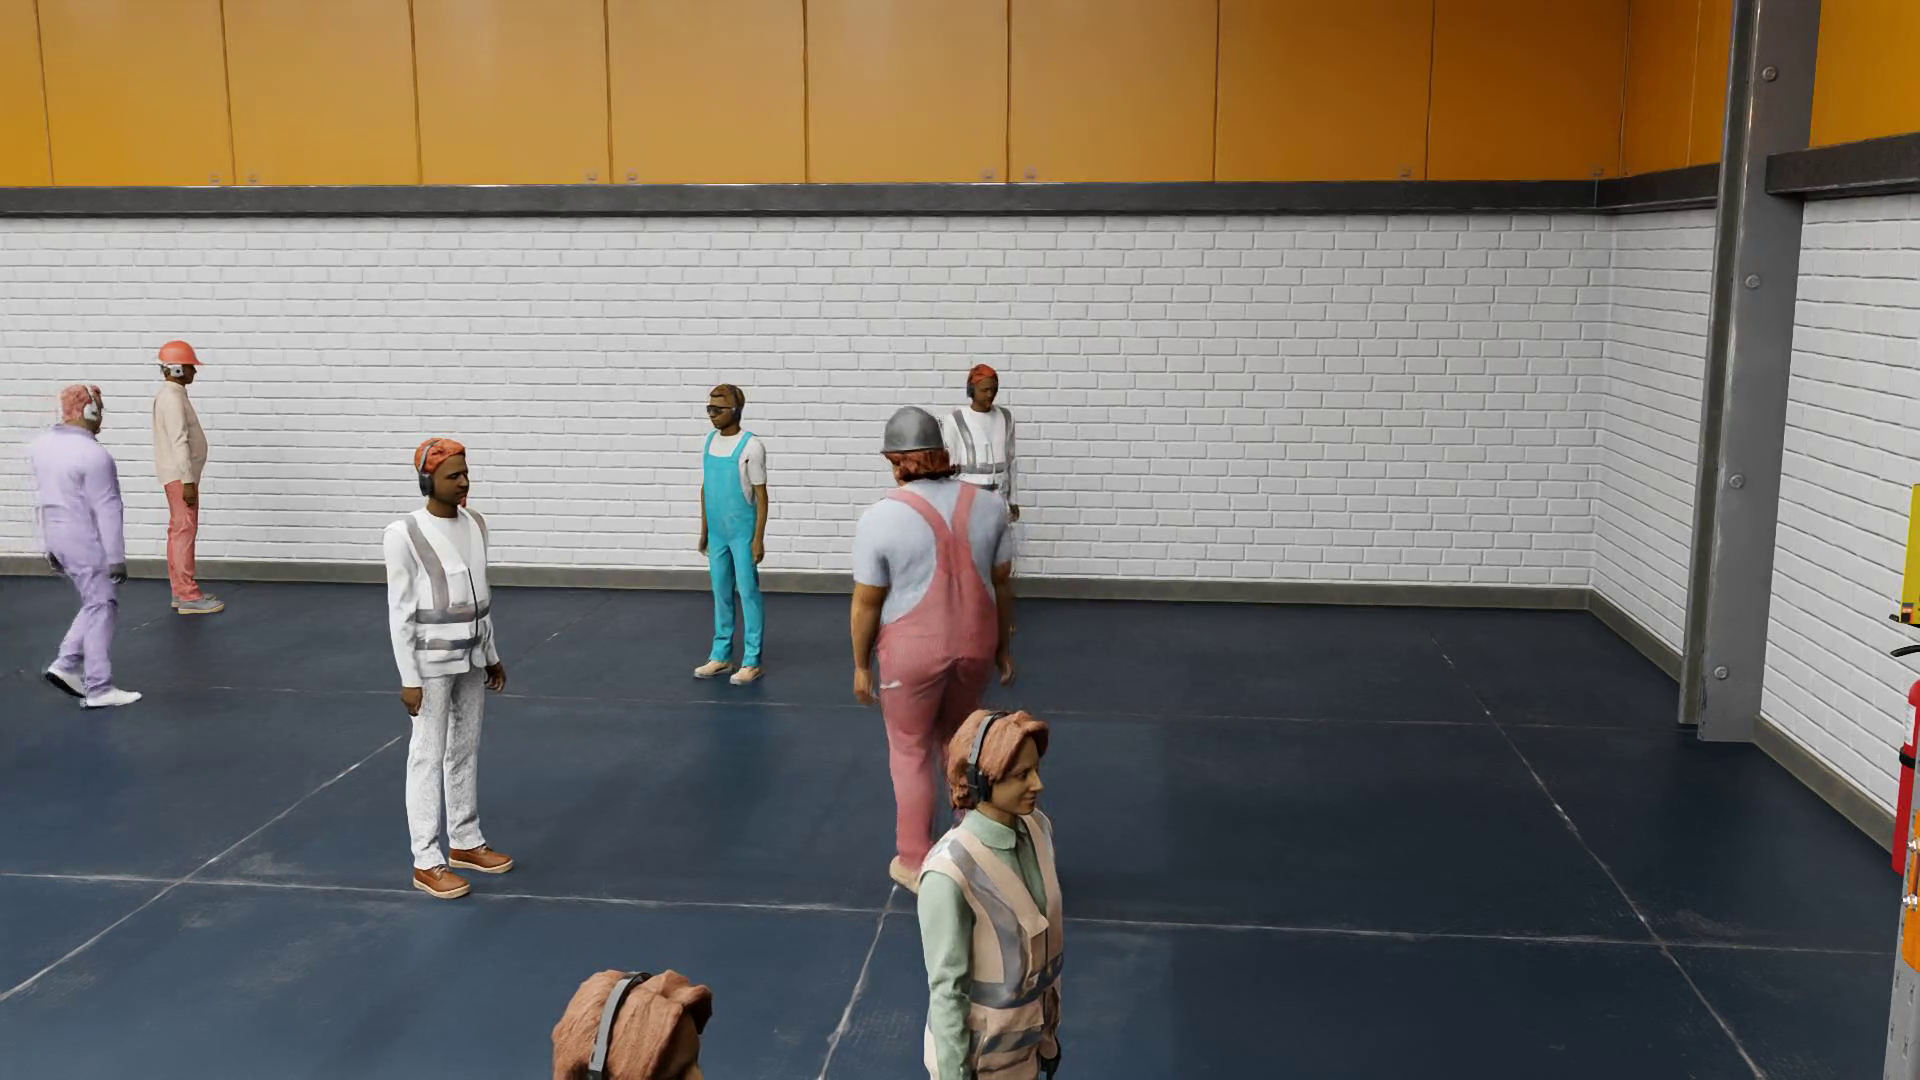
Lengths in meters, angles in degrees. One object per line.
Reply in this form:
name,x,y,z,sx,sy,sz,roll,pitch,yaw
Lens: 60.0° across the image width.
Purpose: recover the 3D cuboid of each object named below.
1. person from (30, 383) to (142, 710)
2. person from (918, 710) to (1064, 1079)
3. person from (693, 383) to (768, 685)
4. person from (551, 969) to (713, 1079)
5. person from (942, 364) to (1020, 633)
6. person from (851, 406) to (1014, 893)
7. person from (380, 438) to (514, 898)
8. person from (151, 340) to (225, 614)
person,-5.014,0.039,9.618,0.676,1.885,0.424,7,12,34
person,0.074,1.182,3.792,0.308,1.641,0.514,5,11,26
person,-1.396,-0.037,10.181,0.507,1.847,0.351,7,12,36
person,-0.471,1.414,2.463,0.306,1.640,0.523,1,10,8
person,0.148,-0.271,11.437,0.589,1.878,0.370,-6,12,-32
person,-0.130,0.434,6.928,0.741,2.000,0.549,-6,11,-29
person,-2.118,0.517,6.905,0.354,1.883,0.573,4,11,22
person,-5.687,-0.461,12.185,0.378,1.995,0.608,-6,12,-31
